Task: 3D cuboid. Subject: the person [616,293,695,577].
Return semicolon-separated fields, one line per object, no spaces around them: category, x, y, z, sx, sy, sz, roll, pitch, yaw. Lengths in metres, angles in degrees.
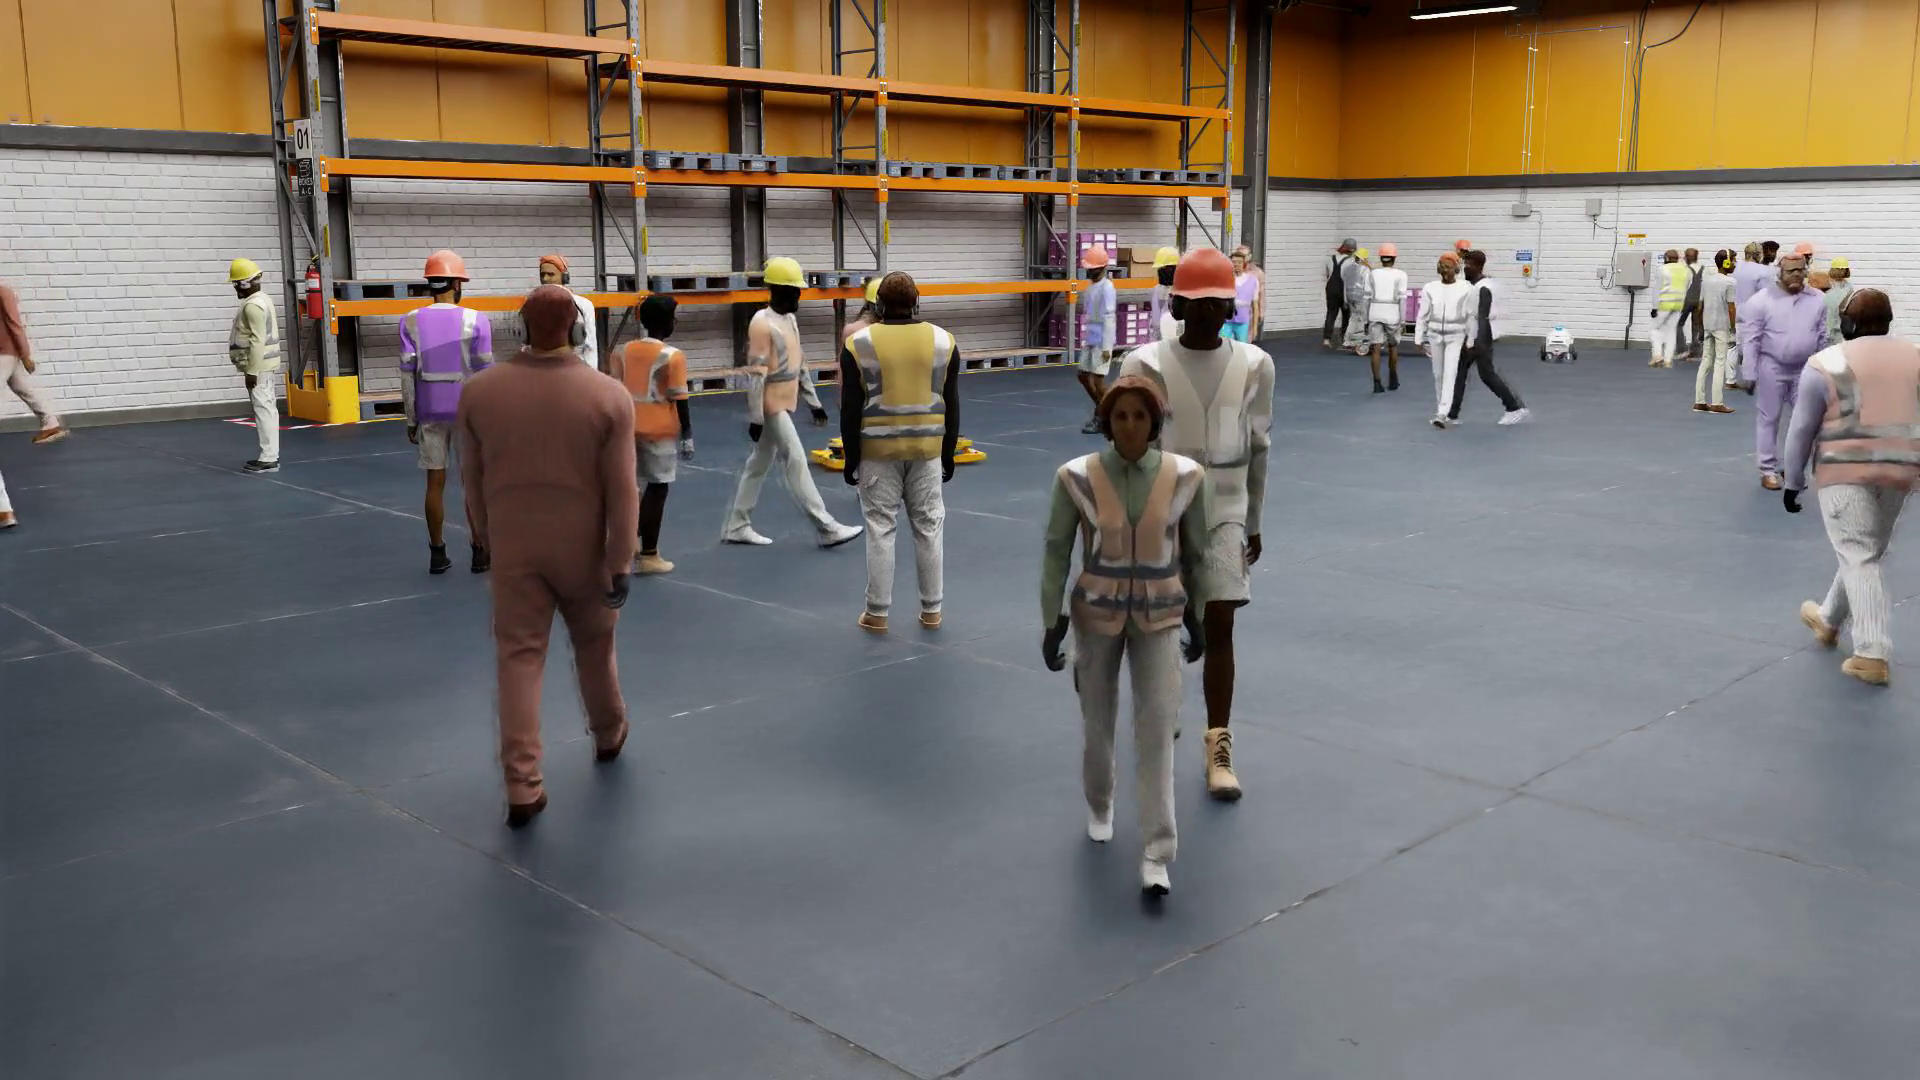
person;-1.816;-0.626;9.921;0.565;1.676;0.423;8;13;37

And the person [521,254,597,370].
person;-2.965;-1.160;12.299;0.579;1.883;0.352;2;11;11

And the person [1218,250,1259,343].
person;3.418;-2.684;20.740;0.608;1.832;0.465;2;11;11

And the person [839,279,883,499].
person;-0.619;-1.056;12.219;0.530;1.707;0.948;-5;11;-24

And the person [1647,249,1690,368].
person;10.837;-3.533;25.475;0.673;1.804;0.474;-3;11;-15

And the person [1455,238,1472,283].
person;8.589;-4.256;28.934;0.633;1.972;0.689;-5;12;-27

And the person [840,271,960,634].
person;-0.311;-0.439;8.483;0.627;1.844;0.429;-3;11;-16

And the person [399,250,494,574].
person;-3.048;-0.760;9.977;0.551;1.933;0.370;-1;10;-3

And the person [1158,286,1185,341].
person;1.860;-1.380;14.191;0.360;1.624;0.589;-6;12;-29

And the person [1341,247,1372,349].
person;7.058;-4.250;29.348;0.473;1.806;0.623;-5;11;-25

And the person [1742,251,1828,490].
person;6.548;-1.327;13.180;0.685;1.892;0.478;1;10;3

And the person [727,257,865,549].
person;-1.094;-0.868;10.711;0.978;1.872;0.607;2;11;9

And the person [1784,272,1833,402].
person;10.273;-2.410;19.930;0.502;1.591;0.869;-6;12;-31

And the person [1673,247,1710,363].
person;11.685;-3.748;26.569;0.566;1.833;0.477;0;10;-2

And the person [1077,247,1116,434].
person;1.410;-2.017;16.930;0.512;1.908;0.604;-4;11;-21

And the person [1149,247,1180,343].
person;1.965;-1.781;15.606;0.411;1.917;0.601;-7;13;-35

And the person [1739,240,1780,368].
person;12.176;-3.534;25.077;0.626;1.933;0.810;-7;13;-34

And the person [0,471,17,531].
person;-6.923;-0.971;11.263;1.044;1.890;0.643;2;11;12

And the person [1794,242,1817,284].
person;12.128;-3.328;24.035;0.562;1.914;0.576;8;13;36

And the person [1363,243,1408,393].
person;5.546;-2.883;21.620;0.570;1.905;0.875;5;11;24

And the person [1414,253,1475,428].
person;5.140;-2.122;17.673;0.586;1.828;0.987;7;12;32

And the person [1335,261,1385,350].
person;7.114;-4.130;29.303;0.839;1.589;0.488;-2;11;-10

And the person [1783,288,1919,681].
person;4.223;-0.286;7.838;0.635;1.770;1.036;0;10;0

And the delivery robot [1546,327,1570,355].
delivery robot;9.552;-3.158;26.561;0.477;0.478;0.707;4;11;21

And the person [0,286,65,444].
person;-9.061;-1.786;15.749;0.636;1.891;1.205;5;12;27

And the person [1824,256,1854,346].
person;11.480;-2.840;21.841;0.486;1.744;0.294;-2;11;-10

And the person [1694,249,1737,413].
person;8.663;-2.383;19.020;0.314;1.864;0.533;-4;11;-22

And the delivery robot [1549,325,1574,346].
delivery robot;9.841;-3.279;27.221;0.477;0.478;0.707;3;11;16

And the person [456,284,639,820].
person;-1.461;0.012;6.004;0.645;1.850;1.034;0;10;-2

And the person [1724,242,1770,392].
person;10.229;-2.897;21.631;0.374;1.936;0.627;-5;12;-27

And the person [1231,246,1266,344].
person;3.970;-3.192;23.436;0.676;1.852;0.976;1;10;8

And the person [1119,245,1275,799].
person;0.880;-0.117;6.343;0.625;1.996;1.069;-1;10;-3

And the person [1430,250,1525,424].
person;5.580;-2.155;17.743;0.966;1.876;0.603;0;10;1

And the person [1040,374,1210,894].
person;0.523;0.274;5.281;0.544;1.589;0.872;0;10;2

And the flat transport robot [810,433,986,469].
flat transport robot;-0.548;-0.803;14.752;1.431;0.197;0.652;-4;11;-22

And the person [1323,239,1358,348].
person;6.861;-4.457;29.848;0.674;2.000;0.951;10;14;44

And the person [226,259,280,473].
person;-6.035;-1.486;14.243;0.403;1.822;0.588;-3;11;-15
